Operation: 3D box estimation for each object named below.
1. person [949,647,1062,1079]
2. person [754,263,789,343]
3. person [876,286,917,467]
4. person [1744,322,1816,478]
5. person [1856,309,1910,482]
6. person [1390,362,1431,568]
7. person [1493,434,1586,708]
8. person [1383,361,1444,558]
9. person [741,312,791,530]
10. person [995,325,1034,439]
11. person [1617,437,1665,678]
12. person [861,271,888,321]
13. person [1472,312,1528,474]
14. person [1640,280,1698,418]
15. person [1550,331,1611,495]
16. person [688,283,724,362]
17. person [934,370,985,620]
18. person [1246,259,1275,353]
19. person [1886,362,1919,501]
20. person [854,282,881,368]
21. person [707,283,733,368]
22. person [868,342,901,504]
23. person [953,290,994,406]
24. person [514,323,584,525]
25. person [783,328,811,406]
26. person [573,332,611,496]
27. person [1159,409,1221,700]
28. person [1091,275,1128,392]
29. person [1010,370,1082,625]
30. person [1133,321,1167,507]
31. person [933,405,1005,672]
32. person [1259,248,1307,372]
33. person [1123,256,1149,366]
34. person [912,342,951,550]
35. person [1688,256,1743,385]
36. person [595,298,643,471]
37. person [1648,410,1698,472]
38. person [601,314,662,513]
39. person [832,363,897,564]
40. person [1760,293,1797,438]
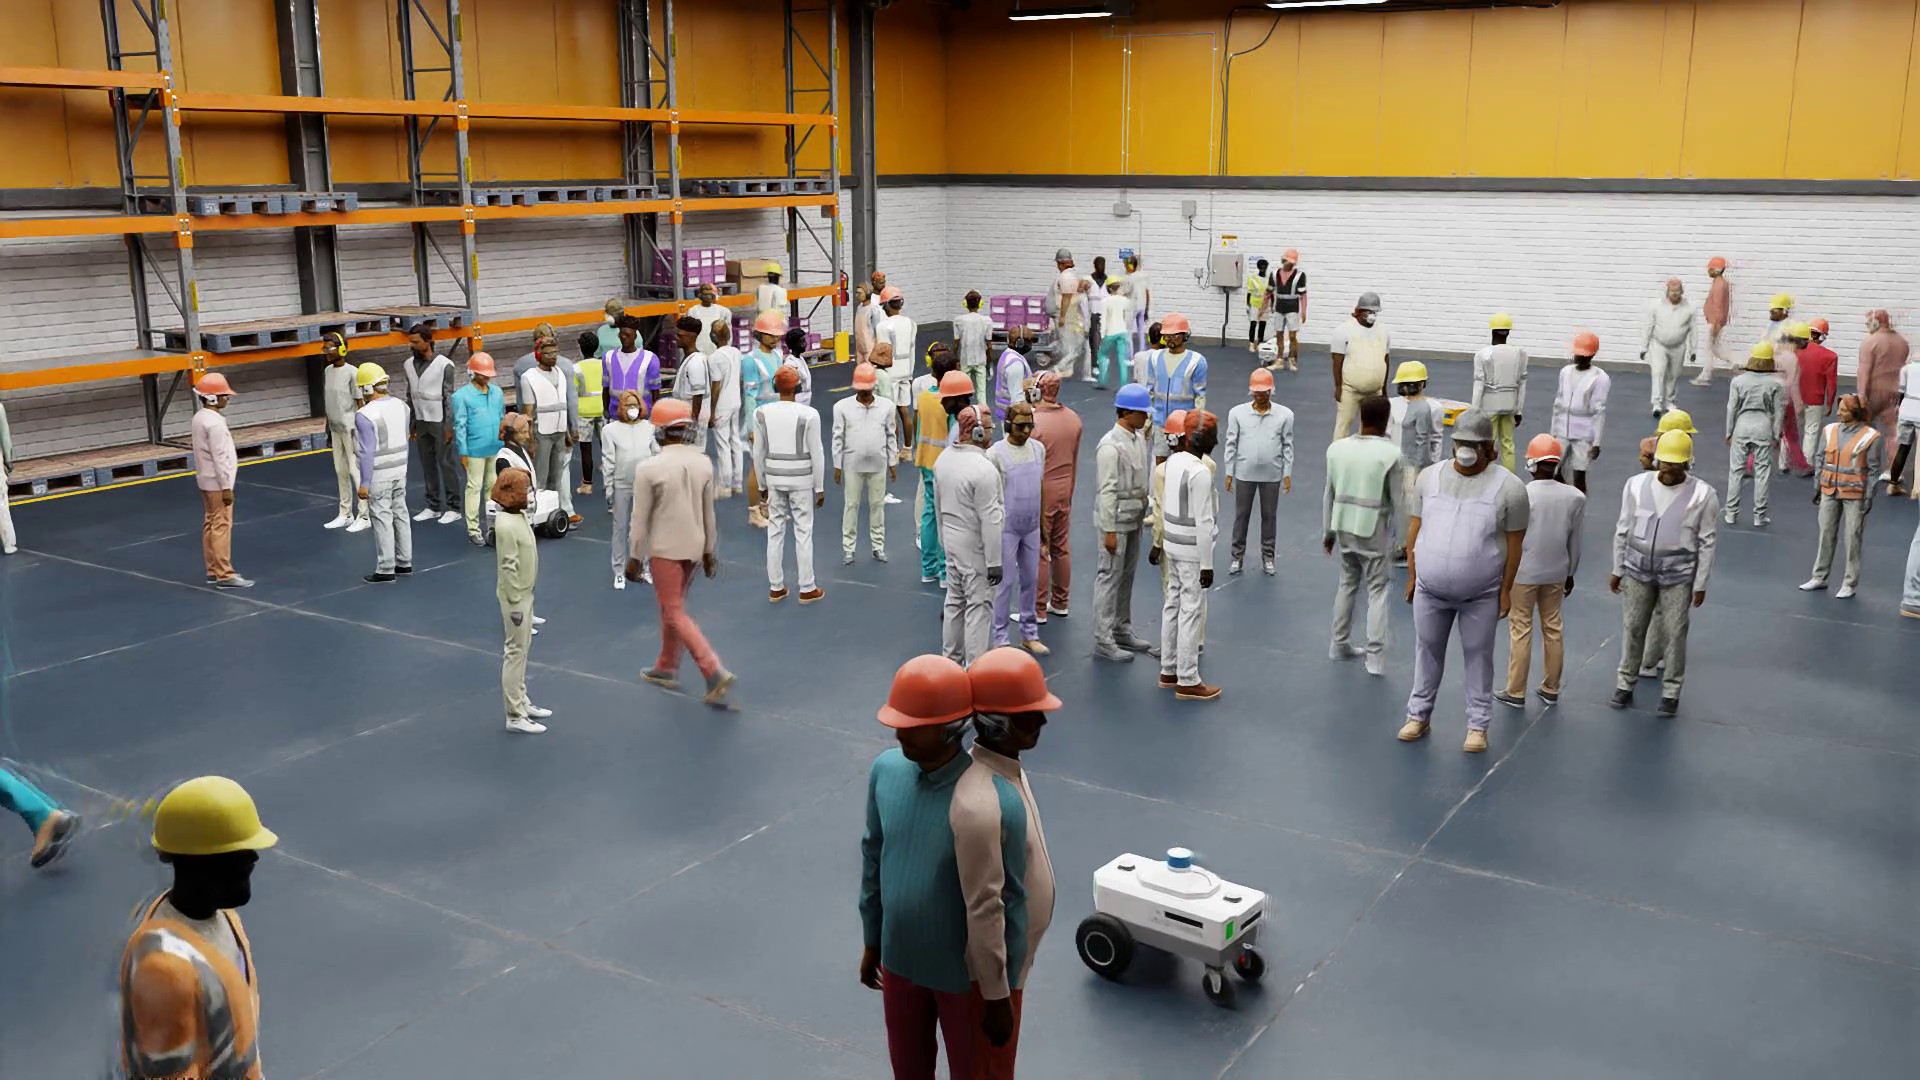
[{"bbox_3d":[0.124,1.303,5.252,0.376,1.996,0.612,1,13,5],"label":"person"},{"bbox_3d":[-2.813,-3.199,24.979,0.632,1.896,0.457,9,16,33],"label":"person"},{"bbox_3d":[-0.766,-1.851,18.856,0.389,2.030,0.616,10,16,37],"label":"person"},{"bbox_3d":[8.981,-1.493,17.988,0.877,1.715,0.527,5,14,22],"label":"person"},{"bbox_3d":[9.931,-1.573,18.067,0.656,1.841,0.986,-3,13,-13],"label":"person"},{"bbox_3d":[3.833,-0.645,14.241,0.342,1.754,0.531,-2,13,-9],"label":"person"},{"bbox_3d":[3.663,0.193,10.595,0.572,1.749,0.340,-3,13,-13],"label":"person"},{"bbox_3d":[3.848,-0.652,14.239,0.523,1.769,0.310,5,14,22],"label":"person"},{"bbox_3d":[-1.803,-1.128,15.698,0.386,2.039,0.615,5,14,22],"label":"person"},{"bbox_3d":[0.566,-1.213,16.535,0.429,1.837,0.623,-1,13,-4],"label":"person"},{"bbox_3d":[4.675,0.112,11.222,0.321,1.627,0.509,8,15,33],"label":"person"},{"bbox_3d":[-1.178,-2.856,23.568,0.351,1.878,0.569,12,18,42],"label":"person"},{"bbox_3d":[5.425,-1.335,16.844,0.591,1.925,0.385,-3,13,-13],"label":"person"},{"bbox_3d":[9.568,-2.570,22.404,0.687,1.834,1.071,3,13,15],"label":"person"},{"bbox_3d":[5.705,-0.981,15.367,0.520,1.911,0.615,-8,15,-31],"label":"person"},{"bbox_3d":[-3.347,-2.492,22.069,0.508,1.841,0.338,-8,15,-30],"label":"person"},{"bbox_3d":[-0.001,-0.291,12.314,0.382,1.931,0.541,-2,13,-8],"label":"person"},{"bbox_3d":[5.372,-4.175,29.714,0.562,1.676,0.354,-3,13,-14],"label":"person"},{"bbox_3d":[9.787,-1.236,16.949,0.320,1.685,0.539,-5,14,-22],"label":"person"},{"bbox_3d":[-1.242,-2.496,22.061,0.333,1.844,0.514,-9,16,-34],"label":"person"},{"bbox_3d":[-3.426,-2.663,22.981,0.563,1.752,0.327,0,13,1],"label":"person"},{"bbox_3d":[-0.781,-1.188,16.849,0.274,1.632,0.507,-4,14,-18],"label":"person"},{"bbox_3d":[0.158,-2.147,20.522,0.514,1.861,0.323,0,13,2],"label":"person"},{"bbox_3d":[-3.880,-1.082,15.723,0.629,1.940,0.372,4,13,15],"label":"person"},{"bbox_3d":[-1.726,-1.394,17.608,0.318,1.697,0.536,1,13,5],"label":"person"},{"bbox_3d":[-3.805,-1.303,17.213,0.535,1.697,0.318,-10,16,-36],"label":"person"},{"bbox_3d":[1.491,0.089,10.757,0.339,1.885,0.584,-4,13,-15],"label":"person"},{"bbox_3d":[2.237,-3.075,24.806,0.567,1.731,0.756,-8,15,-32],"label":"person"},{"bbox_3d":[0.621,-0.319,12.486,0.409,1.909,0.642,11,17,40],"label":"person"},{"bbox_3d":[1.941,-1.256,16.665,0.338,1.858,0.524,-12,18,-43],"label":"person"},{"bbox_3d":[0.098,0.069,10.802,0.407,1.906,0.655,-8,15,-30],"label":"person"},{"bbox_3d":[5.263,-3.736,27.068,0.741,2.027,0.445,9,16,33],"label":"person"},{"bbox_3d":[2.948,-3.813,27.823,0.573,1.844,0.383,-6,14,-25],"label":"person"},{"bbox_3d":[-0.198,-0.837,14.822,0.518,1.867,0.329,-9,16,-35],"label":"person"},{"bbox_3d":[11.633,-3.343,25.441,0.648,1.980,0.626,6,14,24],"label":"person"},{"bbox_3d":[-3.782,-1.702,18.411,0.630,1.940,0.373,7,15,29],"label":"person"},{"bbox_3d":[4.940,-0.045,11.653,0.294,1.744,0.487,2,13,8],"label":"person"},{"bbox_3d":[-3.226,-1.229,16.300,0.603,1.966,0.367,2,13,7],"label":"person"},{"bbox_3d":[-0.811,-0.654,14.297,0.572,1.738,0.348,-3,13,-13],"label":"person"},{"bbox_3d":[10.082,-2.155,20.642,0.503,1.812,0.629,-1,13,-5],"label":"person"}]
